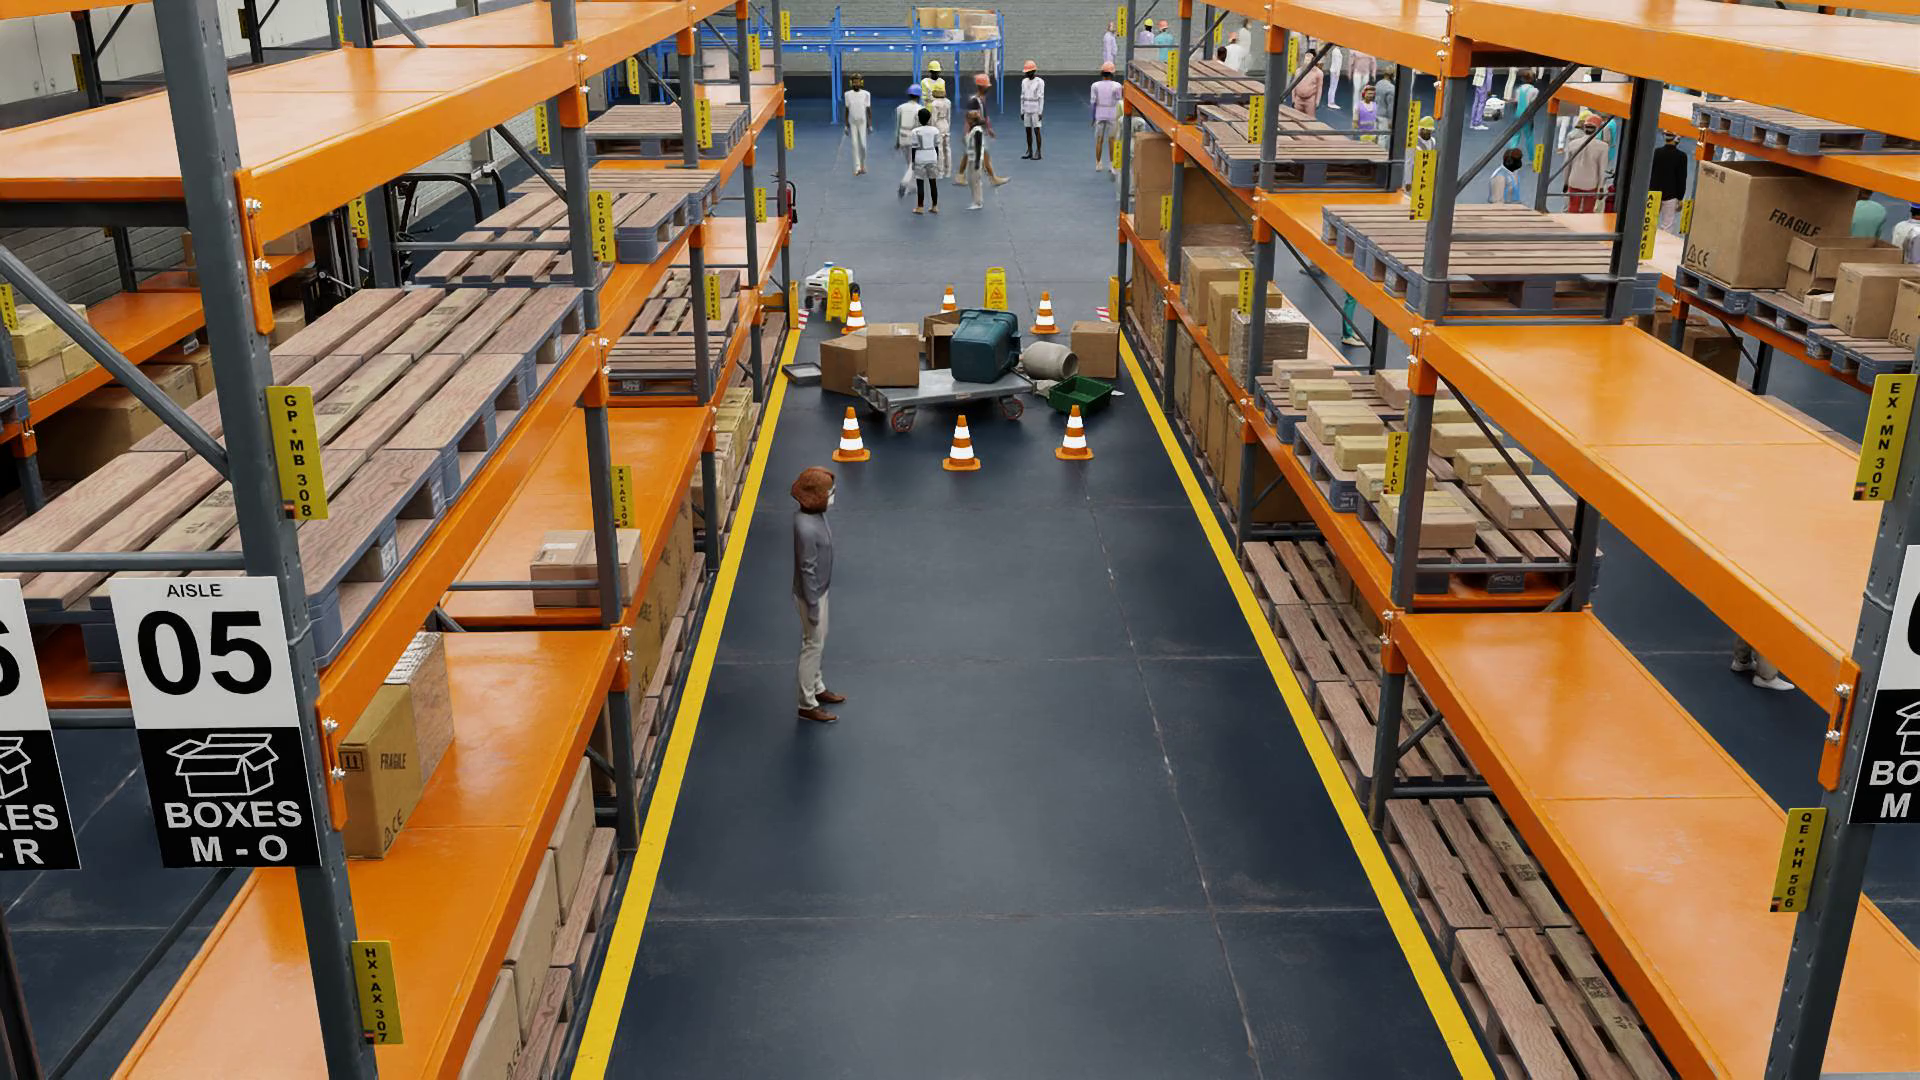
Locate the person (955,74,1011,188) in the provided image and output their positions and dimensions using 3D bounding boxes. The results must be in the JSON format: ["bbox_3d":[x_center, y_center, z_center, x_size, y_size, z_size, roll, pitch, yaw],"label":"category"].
[{"bbox_3d":[0.389,-7.302,29.722,1.083,1.979,0.615,3,21,9],"label":"person"}]

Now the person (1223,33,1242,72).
[{"bbox_3d":[7.041,-12.306,43.299,0.595,1.733,0.452,-9,23,-23],"label":"person"}]

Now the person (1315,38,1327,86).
[{"bbox_3d":[10.250,-13.840,47.095,0.393,1.928,0.551,12,24,28],"label":"person"}]

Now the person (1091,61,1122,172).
[{"bbox_3d":[2.775,-8.005,31.507,0.605,2.045,0.385,7,22,17],"label":"person"}]

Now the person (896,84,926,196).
[{"bbox_3d":[-0.881,-6.897,28.774,0.649,1.912,0.796,13,24,31],"label":"person"}]

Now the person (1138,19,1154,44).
[{"bbox_3d":[5.143,-13.341,45.774,0.366,1.926,0.593,-16,26,-36],"label":"person"}]

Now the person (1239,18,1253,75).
[{"bbox_3d":[7.948,-13.572,46.409,0.482,1.908,0.667,8,22,21],"label":"person"}]

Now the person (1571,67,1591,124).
[{"bbox_3d":[14.472,-10.479,38.633,0.287,1.623,0.507,13,25,31],"label":"person"}]

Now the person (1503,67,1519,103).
[{"bbox_3d":[14.371,-12.287,43.098,0.327,1.857,0.507,0,21,1],"label":"person"}]

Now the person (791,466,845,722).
[{"bbox_3d":[-0.875,0.322,10.084,0.285,1.622,0.512,1,21,2],"label":"person"}]

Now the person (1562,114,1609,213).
[{"bbox_3d":[9.015,-5.140,24.031,0.638,1.971,0.438,16,26,36],"label":"person"}]

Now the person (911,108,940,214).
[{"bbox_3d":[-0.569,-6.190,27.205,0.537,1.693,0.319,-12,24,-29],"label":"person"}]

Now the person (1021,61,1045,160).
[{"bbox_3d":[1.415,-8.555,33.139,0.546,1.923,0.389,16,26,36],"label":"person"}]

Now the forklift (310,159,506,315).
[{"bbox_3d":[-5.622,-2.910,17.832,2.313,2.155,1.214,-1,21,-1],"label":"forklift"}]

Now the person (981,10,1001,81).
[{"bbox_3d":[0.902,-14.459,48.653,0.617,1.986,0.408,-4,21,-10],"label":"person"}]

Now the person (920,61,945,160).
[{"bbox_3d":[-0.516,-8.519,33.028,0.585,1.929,0.370,-16,26,-35],"label":"person"}]

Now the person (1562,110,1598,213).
[{"bbox_3d":[9.870,-5.951,26.499,0.493,1.740,0.325,11,23,26],"label":"person"}]

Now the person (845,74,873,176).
[{"bbox_3d":[-1.902,-7.788,31.199,0.523,1.857,0.469,2,21,6],"label":"person"}]

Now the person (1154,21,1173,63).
[{"bbox_3d":[5.342,-12.677,43.921,0.612,1.997,0.375,-14,25,-32],"label":"person"}]

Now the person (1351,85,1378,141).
[{"bbox_3d":[7.109,-7.089,29.368,0.564,1.842,0.392,-15,26,-35],"label":"person"}]

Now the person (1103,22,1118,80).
[{"bbox_3d":[4.053,-12.989,44.895,0.394,1.899,0.641,2,21,5],"label":"person"}]

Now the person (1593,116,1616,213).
[{"bbox_3d":[10.383,-6.148,26.879,0.389,1.843,0.566,7,22,18],"label":"person"}]

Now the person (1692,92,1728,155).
[{"bbox_3d":[15.282,-8.779,33.776,0.337,1.882,0.585,-10,23,-25],"label":"person"}]

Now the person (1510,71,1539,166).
[{"bbox_3d":[10.988,-8.166,32.258,0.797,1.810,0.534,-14,25,-33],"label":"person"}]

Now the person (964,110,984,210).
[{"bbox_3d":[0.266,-6.316,27.638,0.395,1.618,0.597,-5,21,-14],"label":"person"}]

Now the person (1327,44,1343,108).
[{"bbox_3d":[9.477,-11.777,41.866,0.313,1.768,0.527,1,21,1],"label":"person"}]

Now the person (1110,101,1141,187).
[{"bbox_3d":[3.008,-7.247,29.800,0.575,1.825,0.573,-15,25,-34],"label":"person"}]

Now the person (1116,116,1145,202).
[{"bbox_3d":[2.918,-6.661,28.391,0.493,1.732,0.324,8,22,20],"label":"person"}]

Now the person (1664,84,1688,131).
[{"bbox_3d":[16.081,-9.981,37.334,0.539,1.622,0.420,-6,21,-15],"label":"person"}]

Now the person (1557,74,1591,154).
[{"bbox_3d":[12.514,-8.826,33.901,0.585,1.882,0.337,2,21,5],"label":"person"}]

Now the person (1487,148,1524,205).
[{"bbox_3d":[7.110,-4.206,21.777,0.432,1.836,0.627,16,26,36],"label":"person"}]

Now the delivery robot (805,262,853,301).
[{"bbox_3d":[-1.640,-3.239,20.852,0.477,0.478,0.707,10,23,24],"label":"delivery robot"}]

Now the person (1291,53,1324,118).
[{"bbox_3d":[7.271,-9.248,34.984,0.639,1.909,0.409,11,23,27],"label":"person"}]

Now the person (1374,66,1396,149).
[{"bbox_3d":[8.145,-8.120,31.982,0.384,1.930,0.628,-6,22,-15],"label":"person"}]

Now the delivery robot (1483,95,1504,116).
[{"bbox_3d":[12.714,-10.361,39.676,0.477,0.478,0.707,15,25,34],"label":"delivery robot"}]

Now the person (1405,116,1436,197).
[{"bbox_3d":[6.940,-5.446,25.045,0.620,1.825,0.403,-14,25,-33],"label":"person"}]

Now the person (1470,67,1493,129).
[{"bbox_3d":[11.871,-10.295,37.760,0.402,1.907,0.596,-4,21,-11],"label":"person"}]

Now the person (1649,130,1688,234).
[{"bbox_3d":[9.732,-4.748,22.979,0.388,1.987,0.608,-15,26,-35],"label":"person"}]

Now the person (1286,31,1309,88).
[{"bbox_3d":[9.388,-13.572,46.227,0.723,2.000,0.687,9,22,22],"label":"person"}]

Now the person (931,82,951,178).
[{"bbox_3d":[-0.374,-7.599,30.851,0.299,1.745,0.483,18,27,38],"label":"person"}]

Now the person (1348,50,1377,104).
[{"bbox_3d":[9.765,-11.259,40.317,0.645,1.886,0.991,-1,21,-2],"label":"person"}]
